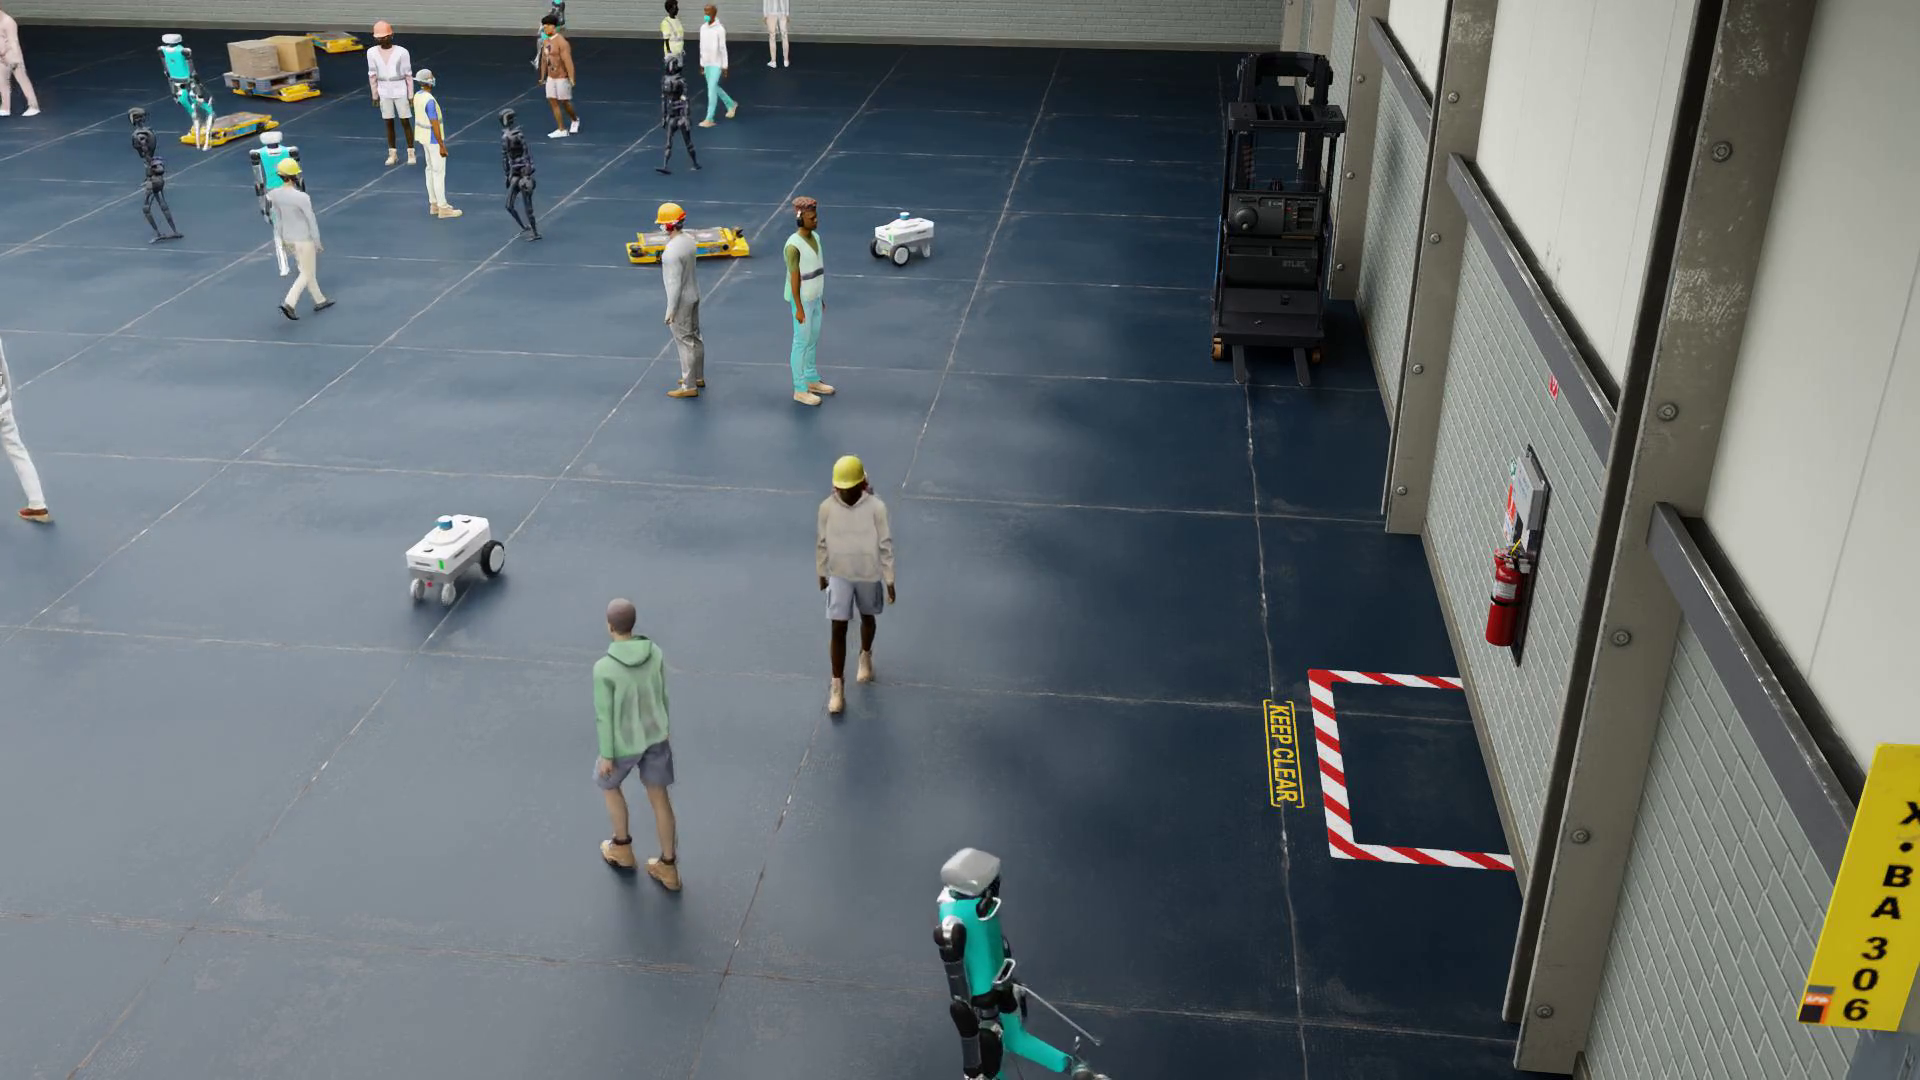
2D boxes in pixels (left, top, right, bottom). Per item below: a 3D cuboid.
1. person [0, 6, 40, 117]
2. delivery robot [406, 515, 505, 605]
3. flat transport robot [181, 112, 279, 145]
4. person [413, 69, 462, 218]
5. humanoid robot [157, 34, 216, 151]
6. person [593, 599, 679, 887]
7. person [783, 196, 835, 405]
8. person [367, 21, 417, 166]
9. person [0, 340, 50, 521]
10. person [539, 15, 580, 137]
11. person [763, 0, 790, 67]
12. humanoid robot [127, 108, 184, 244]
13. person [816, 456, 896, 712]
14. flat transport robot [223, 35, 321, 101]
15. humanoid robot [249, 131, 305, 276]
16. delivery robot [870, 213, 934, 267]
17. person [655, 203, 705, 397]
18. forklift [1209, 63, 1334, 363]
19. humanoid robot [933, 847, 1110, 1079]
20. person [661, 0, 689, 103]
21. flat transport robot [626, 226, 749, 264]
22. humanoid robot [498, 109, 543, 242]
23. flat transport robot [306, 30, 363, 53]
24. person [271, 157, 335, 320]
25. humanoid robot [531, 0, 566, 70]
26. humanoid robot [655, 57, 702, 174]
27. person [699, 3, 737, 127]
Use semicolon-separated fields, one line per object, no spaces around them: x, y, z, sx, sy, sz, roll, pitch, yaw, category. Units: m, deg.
-15.459;-7.778;26.861;0.666;1.890;0.672;16;31;29;person
-3.865;0.104;12.602;0.499;0.585;0.765;8;28;15;delivery robot
-11.396;-6.425;25.966;0.659;0.231;1.431;9;28;17;flat transport robot
-6.842;-5.141;21.591;0.392;1.893;0.542;-19;32;-33;person
-11.460;-6.680;24.888;0.541;1.825;0.723;6;27;12;humanoid robot
-1.836;1.119;9.287;0.496;1.706;0.691;-21;34;-36;person
-1.455;-2.284;15.795;0.405;1.978;0.484;10;28;20;person
-8.193;-6.437;24.011;0.613;2.042;0.370;-1;27;-3;person
-7.926;-1.044;13.468;0.973;1.828;0.597;12;29;23;person
-6.172;-7.172;25.731;0.838;1.813;0.605;18;32;31;person
-3.386;-9.698;30.707;0.513;1.874;0.385;-9;28;-17;person
-10.020;-4.527;20.606;0.429;1.644;0.608;-11;29;-21;humanoid robot
-0.692;0.282;10.945;0.541;1.729;0.839;0;27;0;person
-11.777;-7.777;28.663;1.431;0.231;0.659;15;30;27;flat transport robot
-7.817;-3.921;19.184;0.533;1.680;0.737;-11;28;-20;humanoid robot
-0.688;-3.644;20.101;0.772;0.601;0.508;-19;32;-33;delivery robot
-2.673;-2.292;15.906;0.373;1.891;0.571;5;27;11;person
3.241;-3.477;17.183;1.129;2.768;1.873;3;27;6;forklift
0.377;2.197;7.190;1.011;1.756;0.554;11;29;20;humanoid robot
-4.789;-8.208;27.926;0.318;1.699;0.534;10;28;18;person
-3.335;-3.605;20.335;1.431;0.231;0.659;-6;27;-13;flat transport robot
-5.439;-4.513;20.585;0.608;1.643;0.361;23;35;38;humanoid robot
-12.322;-9.811;32.724;0.659;0.231;1.431;-18;32;-32;flat transport robot
-7.184;-3.255;17.994;0.531;1.736;0.782;12;29;23;person
-7.657;-9.551;30.615;0.901;1.811;0.543;-14;30;-26;humanoid robot
-4.036;-6.016;23.622;0.591;1.628;0.752;18;32;32;humanoid robot
-3.886;-7.584;26.468;0.495;1.888;0.883;19;32;33;person
